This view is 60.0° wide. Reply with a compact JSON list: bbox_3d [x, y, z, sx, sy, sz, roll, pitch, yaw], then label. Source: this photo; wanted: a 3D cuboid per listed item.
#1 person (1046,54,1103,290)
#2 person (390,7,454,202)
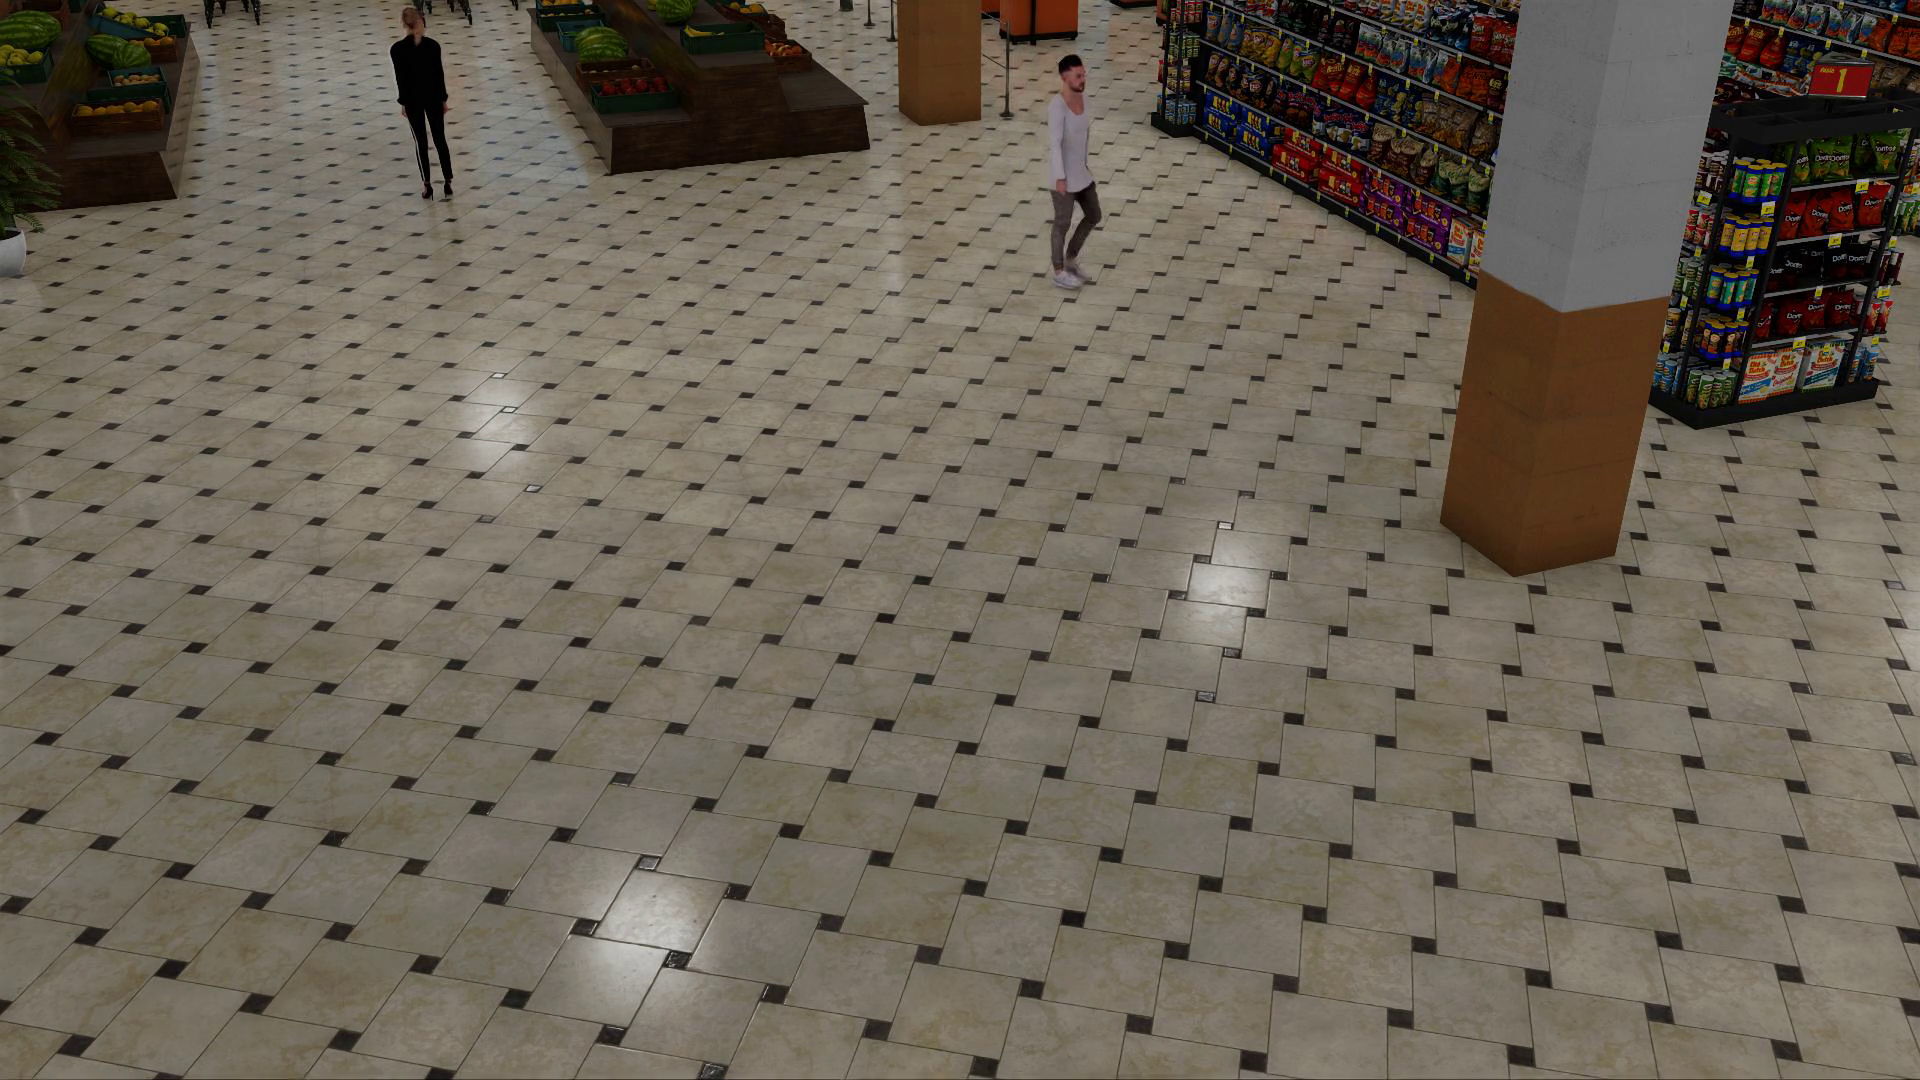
[{"bbox_3d":[0.791,-2.867,12.934,0.818,1.832,0.807,19,34,31],"label":"person"},{"bbox_3d":[-4.839,-3.929,15.009,0.640,1.707,0.590,-15,32,-25],"label":"person"}]
